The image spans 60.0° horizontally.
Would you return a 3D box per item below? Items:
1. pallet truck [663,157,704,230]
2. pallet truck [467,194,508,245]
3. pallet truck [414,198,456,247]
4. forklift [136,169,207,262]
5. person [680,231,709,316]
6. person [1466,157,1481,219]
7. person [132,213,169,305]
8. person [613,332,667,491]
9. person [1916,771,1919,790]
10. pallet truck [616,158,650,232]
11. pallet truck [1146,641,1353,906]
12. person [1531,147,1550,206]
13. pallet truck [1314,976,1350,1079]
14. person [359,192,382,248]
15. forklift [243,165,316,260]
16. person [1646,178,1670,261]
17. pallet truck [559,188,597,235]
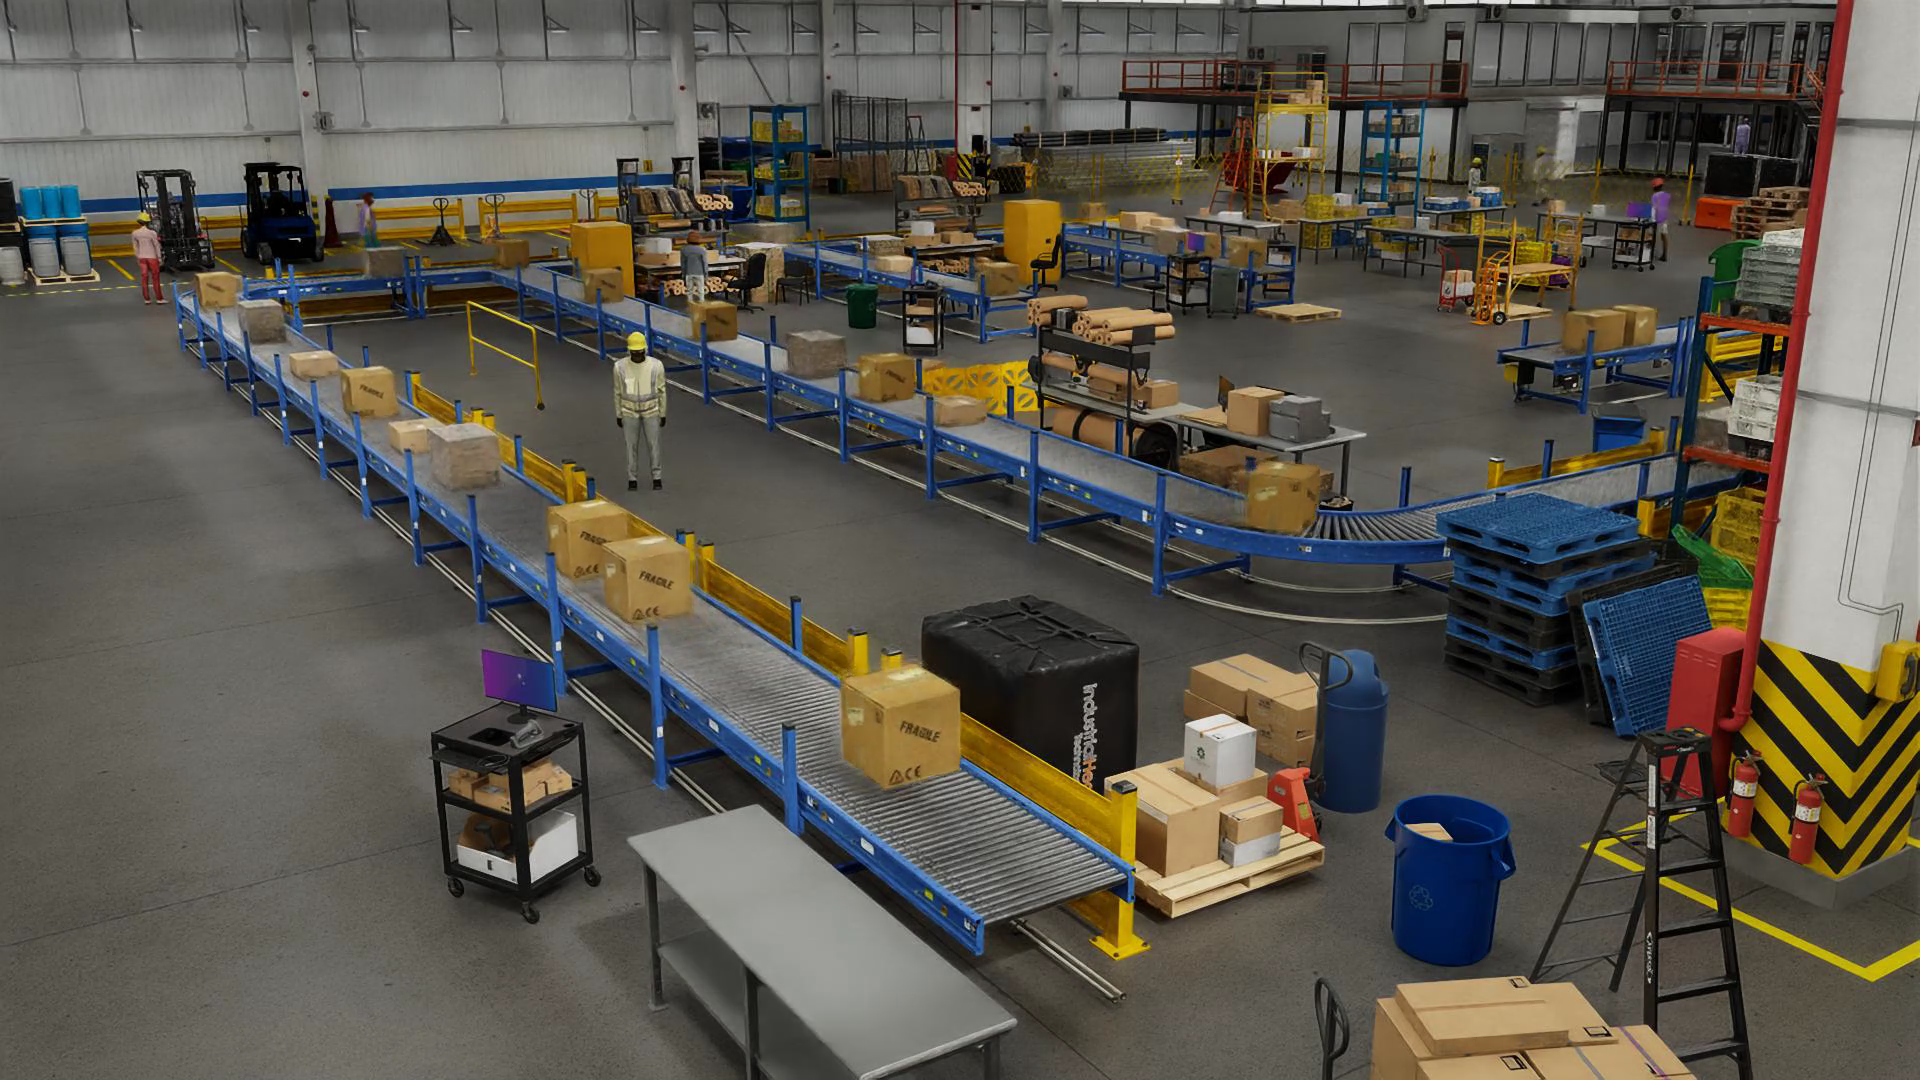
[{"bbox_3d":[-7.586,-9.308,44.692,0.823,1.965,1.885,-11,20,-33],"label":"pallet truck"},{"bbox_3d":[-11.983,-8.177,42.137,0.704,1.261,1.522,-11,20,-33],"label":"pallet truck"},{"bbox_3d":[-13.250,-8.060,41.856,0.680,1.201,1.601,-10,20,-31],"label":"pallet truck"},{"bbox_3d":[-17.842,-7.318,37.559,1.157,1.987,2.680,-10,20,-31],"label":"forklift"},{"bbox_3d":[-4.849,-4.829,30.413,0.507,1.632,0.268,1,17,5],"label":"person"},{"bbox_3d":[14.746,-10.075,47.677,0.493,1.746,0.282,-14,22,-40],"label":"person"},{"bbox_3d":[-15.731,-5.451,32.253,0.524,1.769,0.314,2,17,6],"label":"person"},{"bbox_3d":[-3.623,-1.460,18.875,0.591,1.826,0.403,-2,17,-7],"label":"person"},{"bbox_3d":[6.789,0.813,11.236,0.872,1.875,0.639,2,17,6],"label":"person"},{"bbox_3d":[-8.918,-9.176,44.255,0.823,1.965,1.885,-9,19,-27],"label":"pallet truck"},{"bbox_3d":[1.664,1.407,10.232,1.630,1.274,0.653,-10,20,-31],"label":"pallet truck"},{"bbox_3d":[17.908,-11.221,51.365,0.609,1.817,0.427,-9,19,-28],"label":"person"},{"bbox_3d":[2.299,2.390,7.086,1.601,1.201,0.680,-2,17,-7],"label":"pallet truck"},{"bbox_3d":[-12.685,-6.588,35.916,0.531,1.831,0.595,-8,18,-24],"label":"person"},{"bbox_3d":[-15.898,-7.669,38.708,1.157,1.987,2.680,-11,20,-33],"label":"forklift"},{"bbox_3d":[16.251,-7.468,38.781,0.569,1.868,0.992,-5,17,-17],"label":"person"},{"bbox_3d":[-10.010,-8.652,43.699,0.653,1.274,1.630,-10,20,-31],"label":"pallet truck"}]
